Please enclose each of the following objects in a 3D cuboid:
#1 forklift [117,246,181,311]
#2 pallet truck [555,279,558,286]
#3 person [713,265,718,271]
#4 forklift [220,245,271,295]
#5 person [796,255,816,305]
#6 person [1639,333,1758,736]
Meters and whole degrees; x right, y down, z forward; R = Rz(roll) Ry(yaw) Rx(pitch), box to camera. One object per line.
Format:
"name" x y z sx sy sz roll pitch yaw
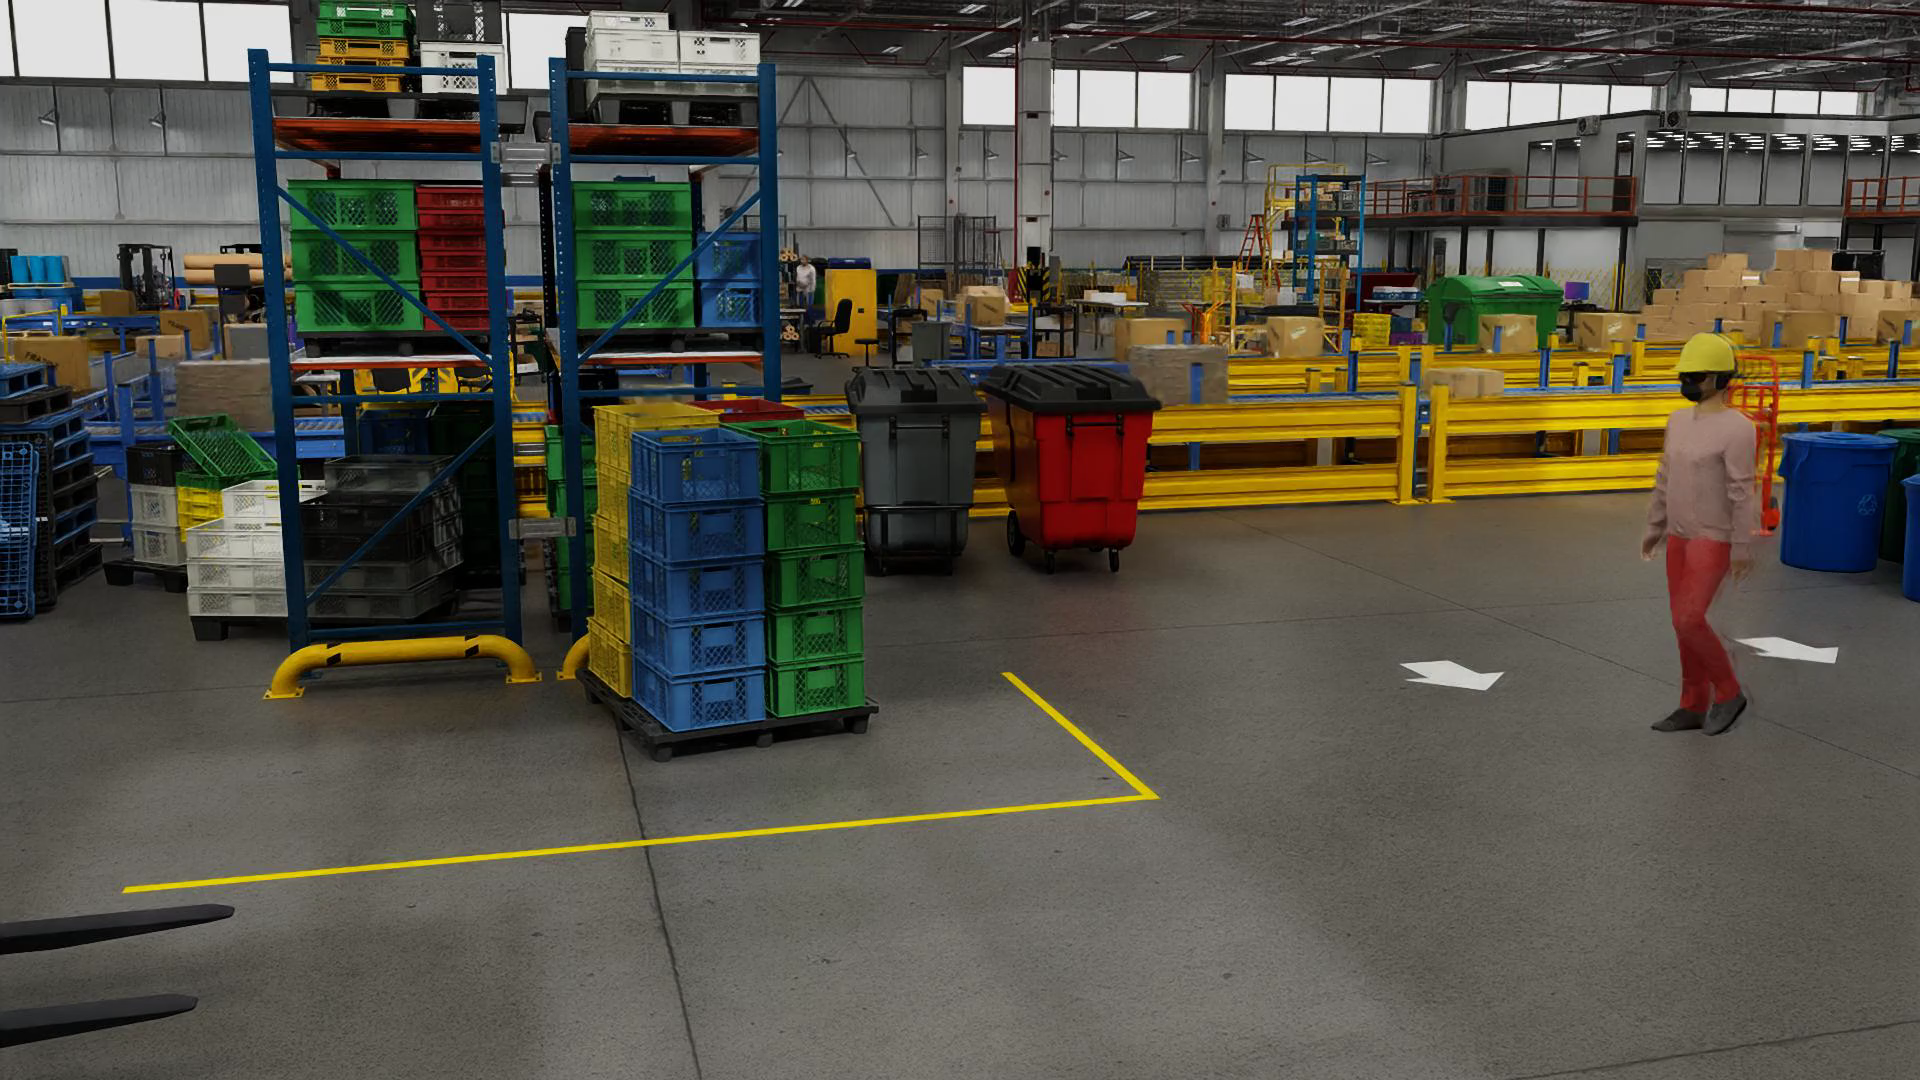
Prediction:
"forklift" -19.966 -6.232 40.894 1.157 1.987 2.680 -3 10 -15
"pallet truck" -10.604 -6.375 44.520 0.653 1.274 1.630 -3 10 -15
"person" -6.521 -6.459 42.913 0.605 2.030 0.429 5 11 27
"forklift" -17.749 -6.334 41.440 1.157 1.987 2.680 -3 10 -17
"person" -4.380 -7.013 46.503 0.677 1.869 0.877 4 11 19
"person" 3.174 -0.008 7.172 0.374 1.757 0.523 -2 10 -11
